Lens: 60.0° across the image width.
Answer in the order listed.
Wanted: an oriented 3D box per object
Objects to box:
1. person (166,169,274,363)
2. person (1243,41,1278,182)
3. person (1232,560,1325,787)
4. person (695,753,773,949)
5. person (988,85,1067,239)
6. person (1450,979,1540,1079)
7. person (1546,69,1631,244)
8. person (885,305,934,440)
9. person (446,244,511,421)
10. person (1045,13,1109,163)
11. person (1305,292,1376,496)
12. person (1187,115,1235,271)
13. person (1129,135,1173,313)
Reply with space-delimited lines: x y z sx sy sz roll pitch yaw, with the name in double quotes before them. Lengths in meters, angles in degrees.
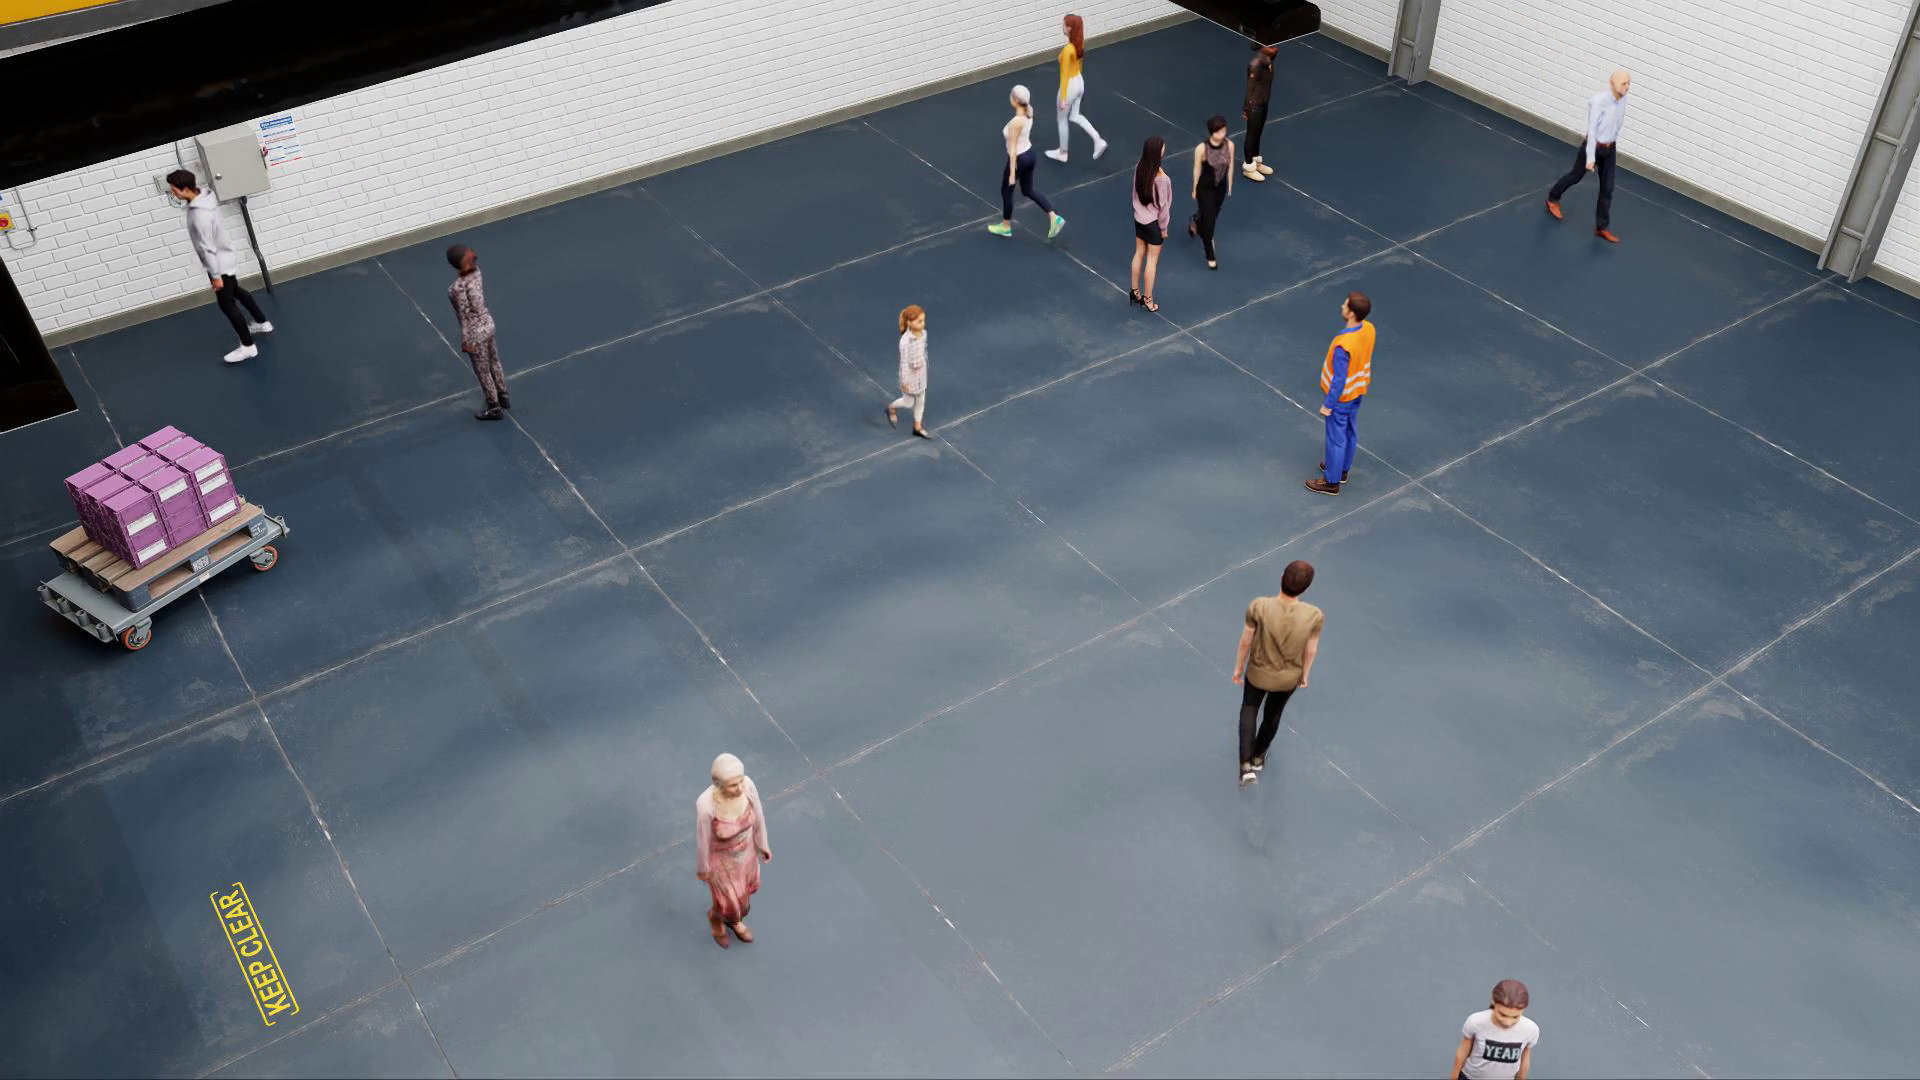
"person" -6.813 -2.573 15.317 0.938 1.916 0.756 -15 41 -18
"person" 3.264 -4.800 18.305 0.729 1.666 0.675 -26 45 -29
"person" 2.075 0.942 10.987 1.030 1.827 1.080 6 39 7
"person" -1.446 1.824 10.002 0.711 1.676 0.668 28 46 30
"person" 0.706 -3.830 17.081 1.165 1.678 0.935 18 42 21
"person" 2.786 2.832 8.832 0.617 1.561 0.678 6 39 8
"person" 6.553 -4.051 17.297 0.838 1.754 1.297 -14 41 -17
"person" -0.458 -1.474 14.434 0.775 1.301 0.632 27 46 30
"person" -4.210 -1.822 14.537 0.715 1.716 0.662 8 39 10
"person" 1.316 -4.959 18.455 1.084 1.729 0.883 20 43 23
"person" 3.151 -1.204 13.644 0.723 1.863 0.757 25 45 28
"person" 2.513 -3.579 16.848 0.762 1.577 1.057 -13 40 -16
"person" 1.815 -3.036 15.979 0.672 1.812 0.457 -23 44 -26
